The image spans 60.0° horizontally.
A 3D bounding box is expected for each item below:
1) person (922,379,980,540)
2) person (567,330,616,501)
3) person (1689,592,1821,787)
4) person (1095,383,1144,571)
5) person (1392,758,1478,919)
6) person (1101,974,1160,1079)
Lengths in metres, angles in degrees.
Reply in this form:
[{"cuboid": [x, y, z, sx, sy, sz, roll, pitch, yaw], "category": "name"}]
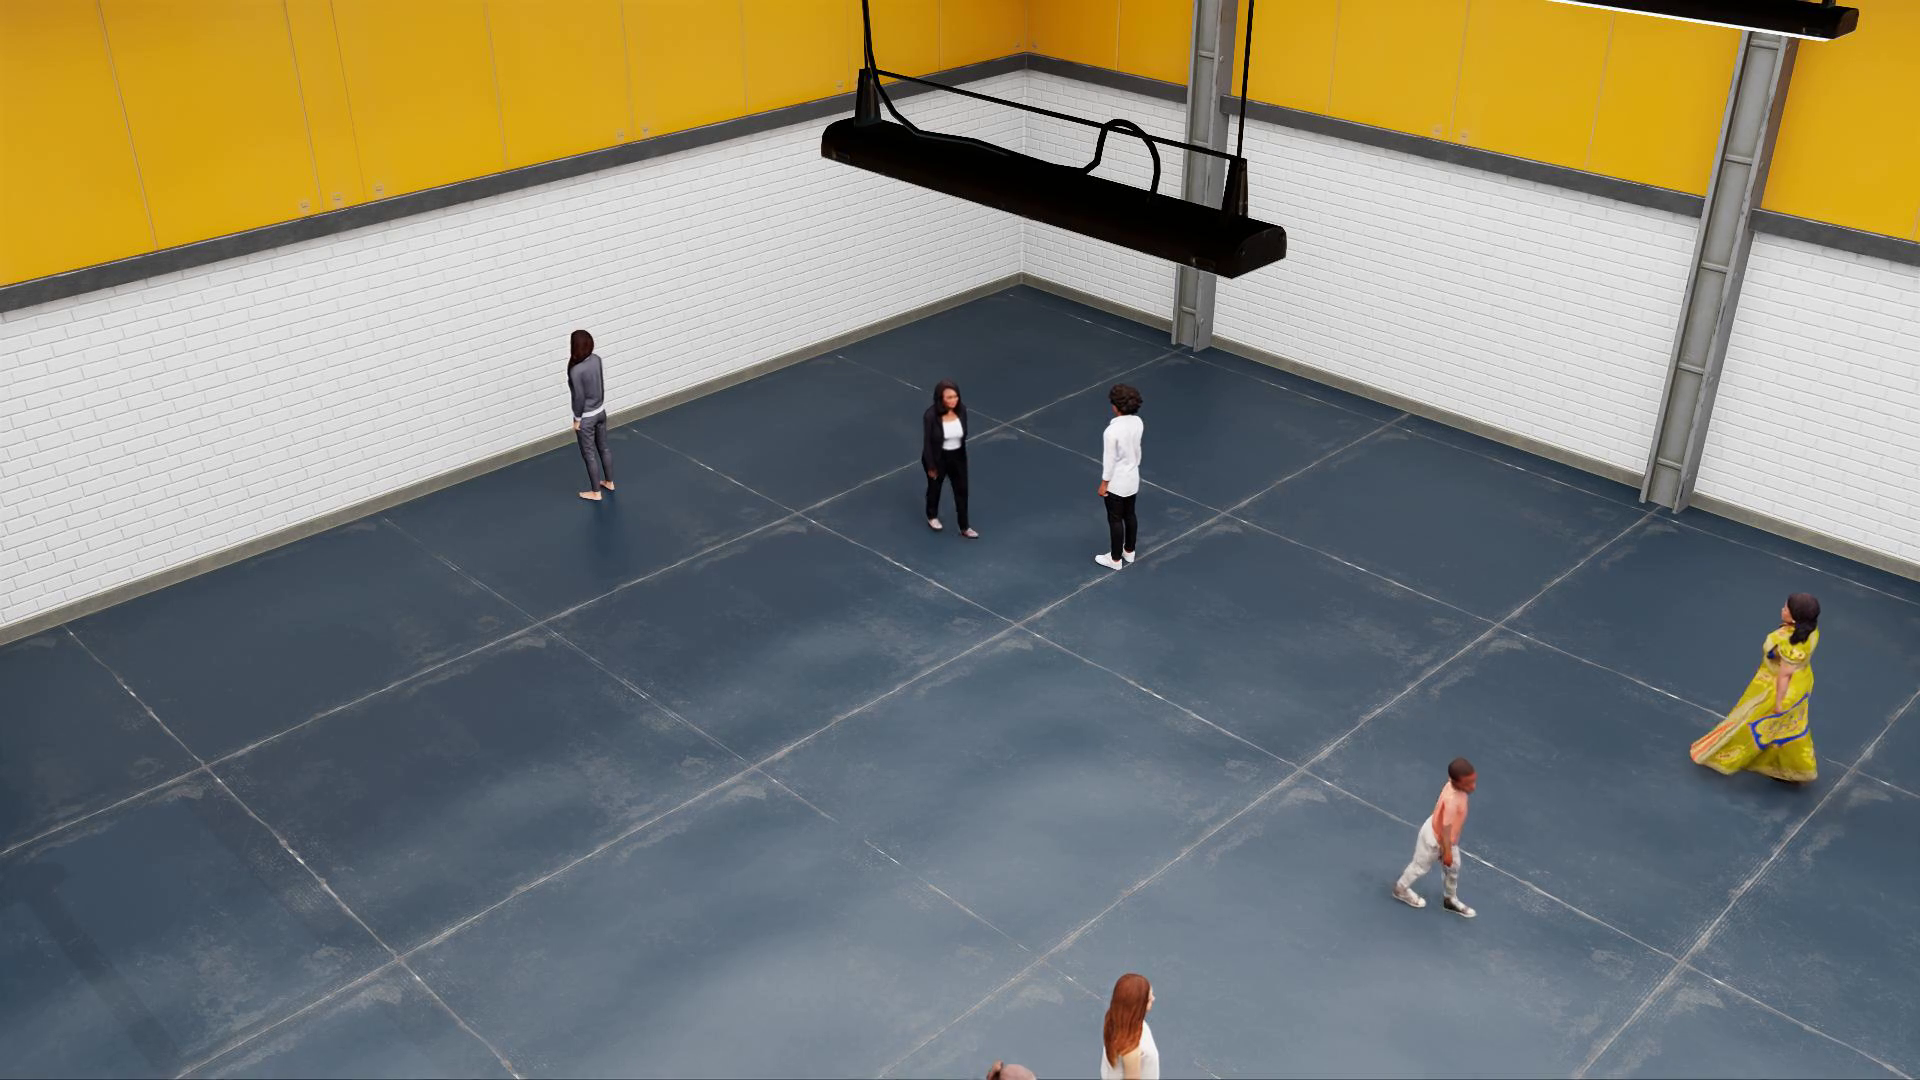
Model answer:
[{"cuboid": [-0.191, -0.806, 15.850, 0.798, 1.590, 0.961, -16, 33, -27], "category": "person"}, {"cuboid": [-3.663, -1.258, 16.493, 0.649, 1.768, 0.678, 12, 31, 21], "category": "person"}, {"cuboid": [6.130, 1.129, 12.273, 1.105, 1.619, 0.810, 22, 35, 34], "category": "person"}, {"cuboid": [1.480, -0.582, 15.212, 0.620, 1.809, 0.554, -23, 36, -36], "category": "person"}, {"cuboid": [3.158, 1.942, 11.129, 0.820, 1.288, 0.571, 15, 32, 26], "category": "person"}, {"cuboid": [0.862, 2.967, 8.796, 0.718, 1.721, 0.633, -3, 29, -6], "category": "person"}]
